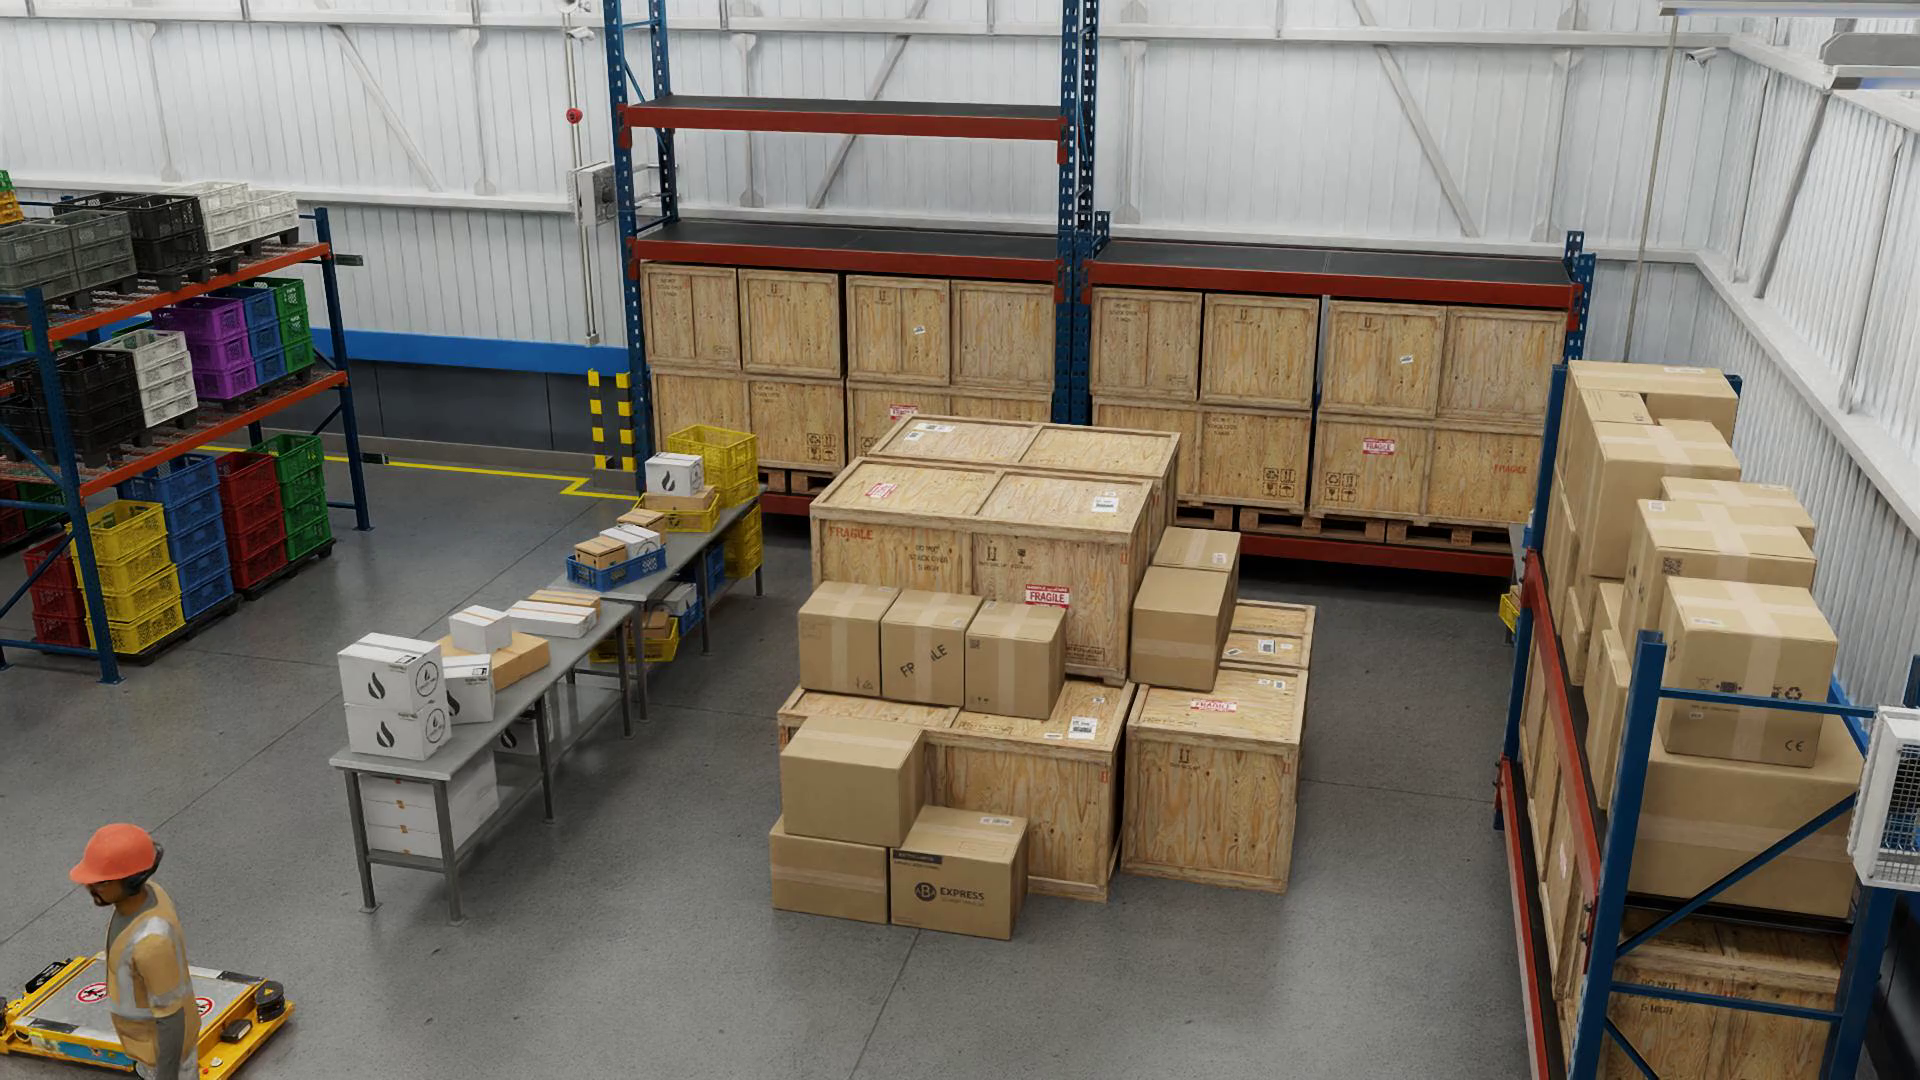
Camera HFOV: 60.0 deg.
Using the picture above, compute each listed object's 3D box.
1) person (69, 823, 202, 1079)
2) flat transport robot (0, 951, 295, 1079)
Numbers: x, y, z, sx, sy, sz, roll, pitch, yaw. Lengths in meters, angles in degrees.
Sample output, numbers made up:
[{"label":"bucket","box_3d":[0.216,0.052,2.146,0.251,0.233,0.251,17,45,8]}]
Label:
[{"label":"person","box_3d":[-3.416,2.105,7.051,0.366,2.048,0.606,-14,25,-32]},{"label":"flat transport robot","box_3d":[-4.270,2.464,8.601,1.431,0.231,0.659,5,22,13]}]
